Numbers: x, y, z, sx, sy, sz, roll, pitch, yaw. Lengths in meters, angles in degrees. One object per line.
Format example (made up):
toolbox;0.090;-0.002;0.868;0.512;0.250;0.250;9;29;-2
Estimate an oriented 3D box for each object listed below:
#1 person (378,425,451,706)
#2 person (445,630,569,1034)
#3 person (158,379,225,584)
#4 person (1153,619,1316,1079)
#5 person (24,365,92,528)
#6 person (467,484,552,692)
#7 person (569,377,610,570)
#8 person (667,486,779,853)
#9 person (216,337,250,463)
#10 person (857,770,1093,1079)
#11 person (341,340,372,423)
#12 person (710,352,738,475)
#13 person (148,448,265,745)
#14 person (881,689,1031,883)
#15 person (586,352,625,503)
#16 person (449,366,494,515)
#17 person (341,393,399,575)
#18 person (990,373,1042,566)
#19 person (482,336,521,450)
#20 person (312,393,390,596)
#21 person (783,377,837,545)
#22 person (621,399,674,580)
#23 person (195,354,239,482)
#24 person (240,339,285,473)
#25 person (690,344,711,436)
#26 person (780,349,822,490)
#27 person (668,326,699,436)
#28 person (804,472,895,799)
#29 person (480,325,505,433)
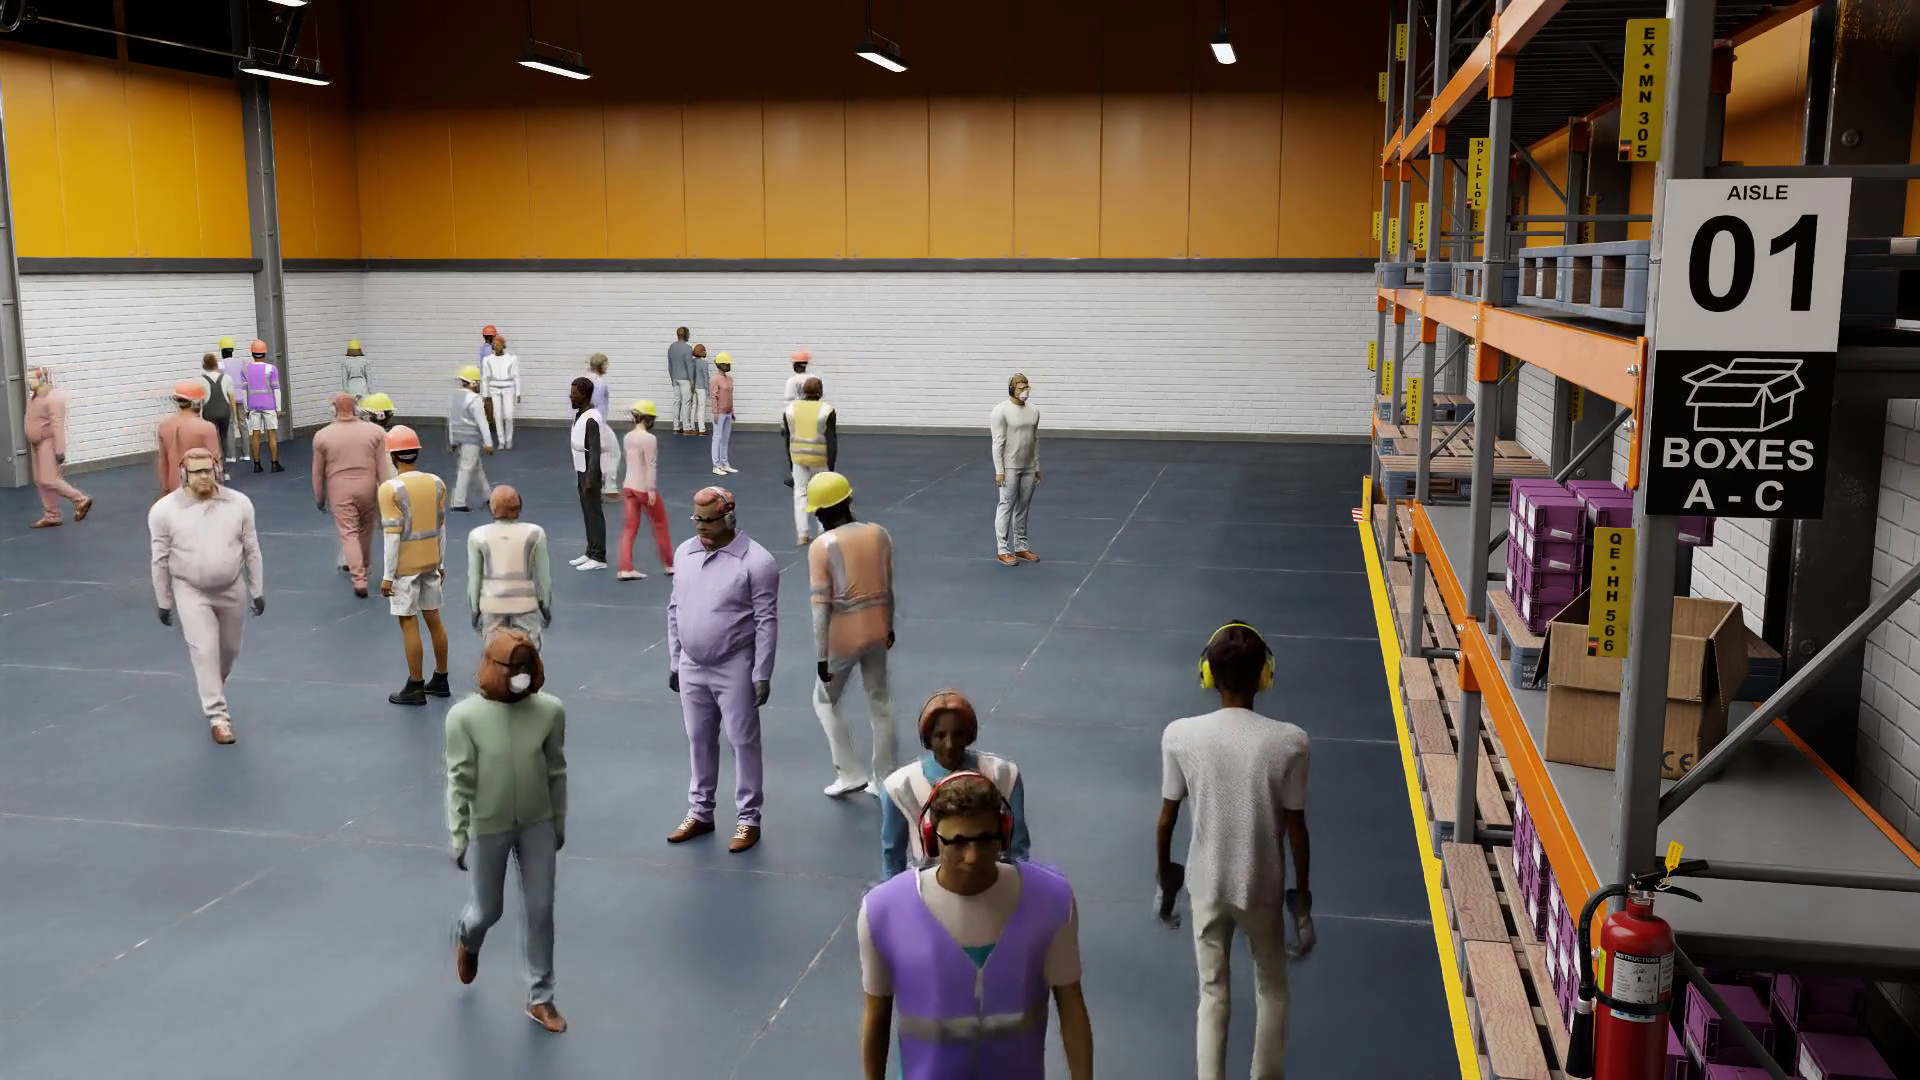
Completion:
person;-3.792;0.173;11.489;0.365;1.933;0.551;5;11;27
person;-1.824;1.132;6.675;0.509;1.611;0.627;-6;11;-34
person;-7.045;-0.486;15.318;0.611;1.980;0.426;4;10;21
person;0.932;1.178;5.660;0.579;1.857;0.548;3;10;17
person;-10.477;-1.078;19.185;0.642;1.892;0.544;8;12;40
person;-2.895;0.463;10.700;0.525;1.622;0.526;-2;10;-14
person;-3.699;-0.663;16.578;0.392;1.920;0.588;-4;10;-22
person;-1.258;0.664;8.638;0.639;1.902;0.407;4;10;25
person;-11.144;-2.141;25.447;0.357;1.930;0.586;7;11;35
person;0.041;1.446;4.301;0.589;1.779;1.028;-2;10;-13
person;-10.344;-2.564;28.552;0.486;1.746;0.290;-3;10;-18
person;-3.415;-1.827;24.053;0.317;1.767;0.522;4;10;23
person;-4.876;0.320;10.785;0.647;1.876;0.914;-7;12;-38
person;-0.026;1.280;5.838;0.506;1.596;0.873;-2;10;-13
person;-4.495;-1.414;21.095;0.699;1.916;0.661;-5;11;-29
person;-5.897;-1.227;20.349;0.886;1.789;0.618;-9;13;-44
person;-5.662;-0.542;16.286;0.951;1.786;0.601;-5;11;-29
person;0.583;-0.719;16.853;0.632;1.940;0.372;-9;13;-43
person;-7.495;-2.386;27.124;0.597;1.862;0.594;-1;9;-6
person;-5.644;-0.430;15.422;0.655;1.848;1.042;-5;11;-29
person;-1.593;-0.858;18.056;0.637;1.824;0.588;3;10;15
person;-2.986;-0.492;16.091;0.538;1.723;0.822;9;13;43
person;-10.418;-1.711;23.307;0.523;1.786;1.009;-7;12;-36
person;-10.149;-1.941;24.206;0.549;1.942;0.344;-1;9;-5
person;-4.628;-2.665;29.526;0.495;1.624;0.281;8;12;39
person;-2.183;-1.575;22.096;0.875;1.905;0.570;8;13;42
person;-4.917;-2.823;29.527;0.638;1.938;0.356;9;13;43
person;-0.575;0.549;9.376;0.721;1.886;0.488;-8;12;-38
person;-8.468;-2.908;30.047;0.361;1.938;0.546;-5;11;-28
